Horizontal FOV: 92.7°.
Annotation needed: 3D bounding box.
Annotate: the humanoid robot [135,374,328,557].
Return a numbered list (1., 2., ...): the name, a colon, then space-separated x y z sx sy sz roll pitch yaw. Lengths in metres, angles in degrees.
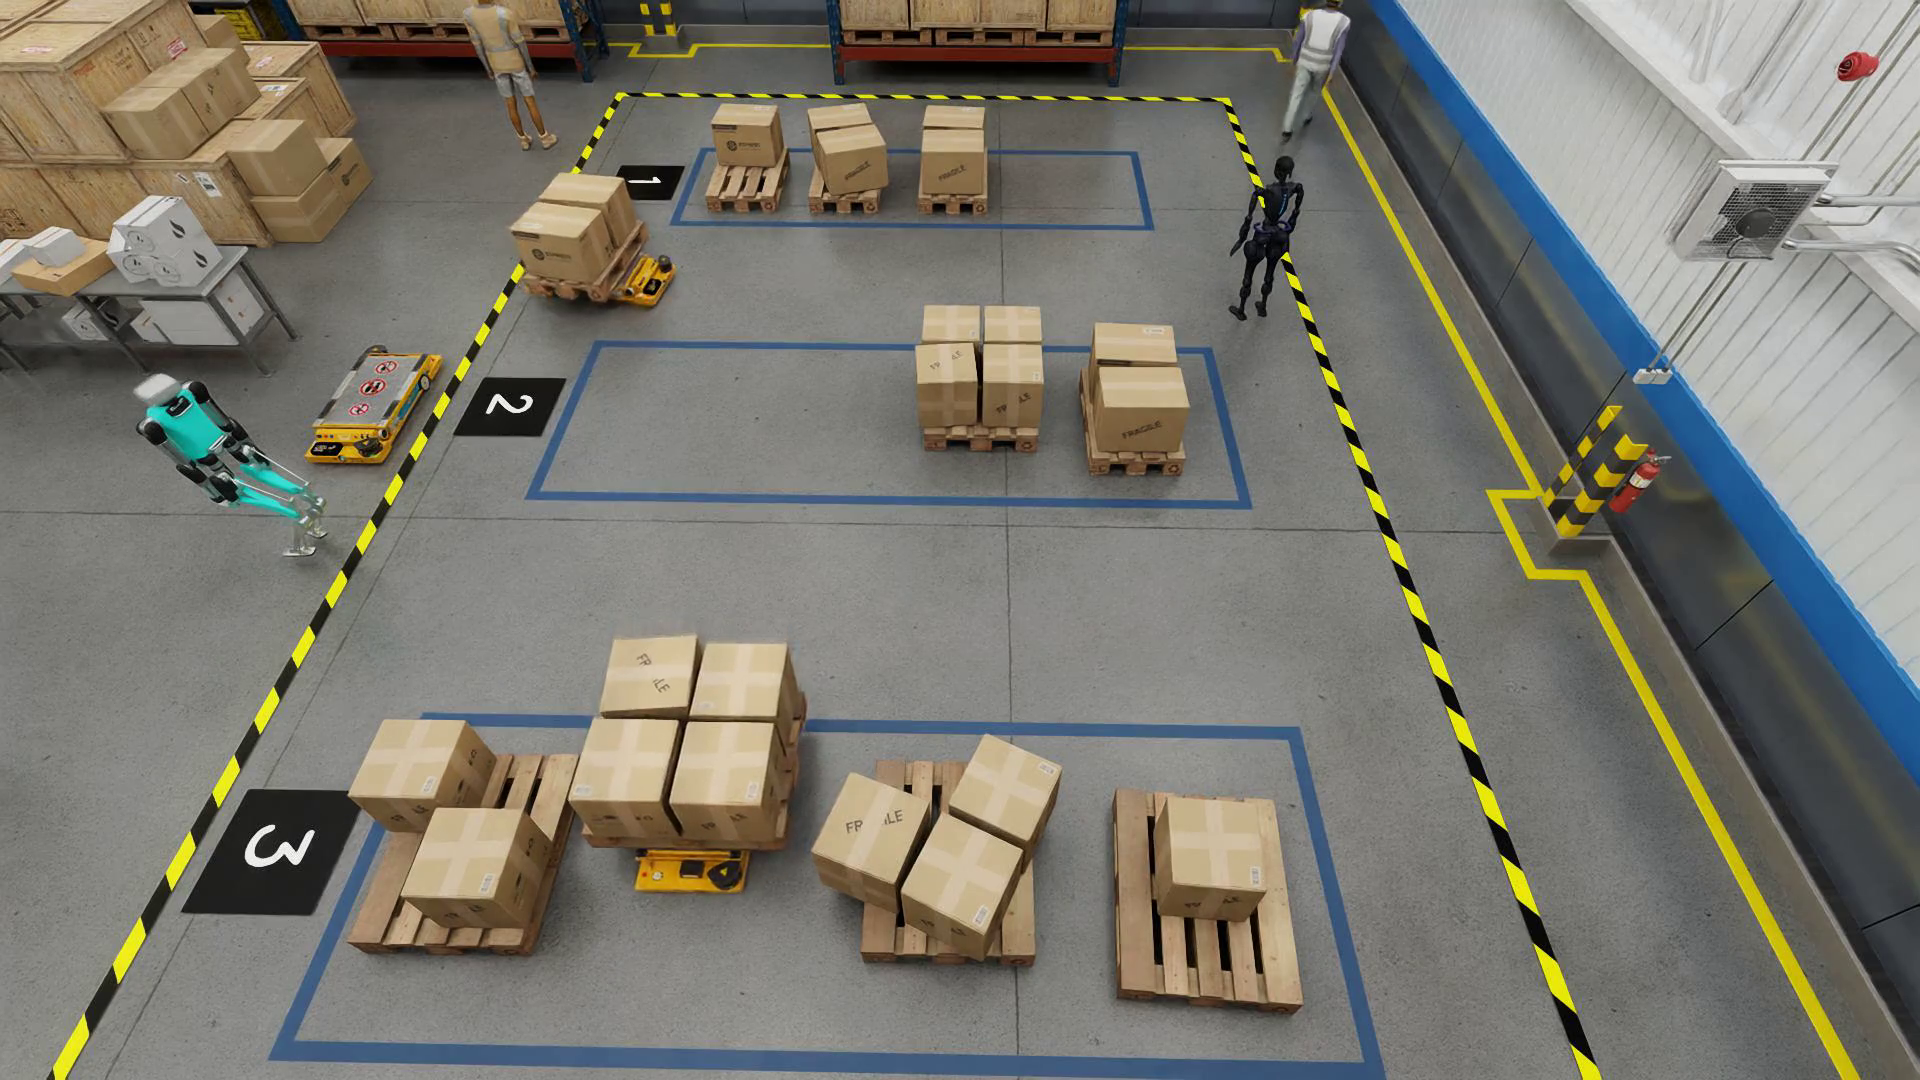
1. humanoid robot: -5.178 -0.487 6.732 0.735 1.673 0.533 8 50 7

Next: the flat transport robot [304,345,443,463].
1. flat transport robot: -5.383 -1.269 8.441 0.659 0.231 1.431 1 50 1

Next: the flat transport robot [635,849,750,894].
1. flat transport robot: -1.649 1.567 6.023 0.652 0.197 1.431 1 50 1

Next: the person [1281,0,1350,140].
1. person: 4.412 -5.955 11.409 0.605 1.790 0.911 23 53 18

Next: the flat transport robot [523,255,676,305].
1. flat transport robot: -3.830 -2.824 9.738 1.431 0.197 0.652 7 50 6

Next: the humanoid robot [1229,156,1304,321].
1. humanoid robot: 2.965 -2.916 8.904 0.599 1.654 0.315 -8 50 -7

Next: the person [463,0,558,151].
1. person: -5.454 -5.741 11.062 0.606 2.048 0.365 -3 50 -2
